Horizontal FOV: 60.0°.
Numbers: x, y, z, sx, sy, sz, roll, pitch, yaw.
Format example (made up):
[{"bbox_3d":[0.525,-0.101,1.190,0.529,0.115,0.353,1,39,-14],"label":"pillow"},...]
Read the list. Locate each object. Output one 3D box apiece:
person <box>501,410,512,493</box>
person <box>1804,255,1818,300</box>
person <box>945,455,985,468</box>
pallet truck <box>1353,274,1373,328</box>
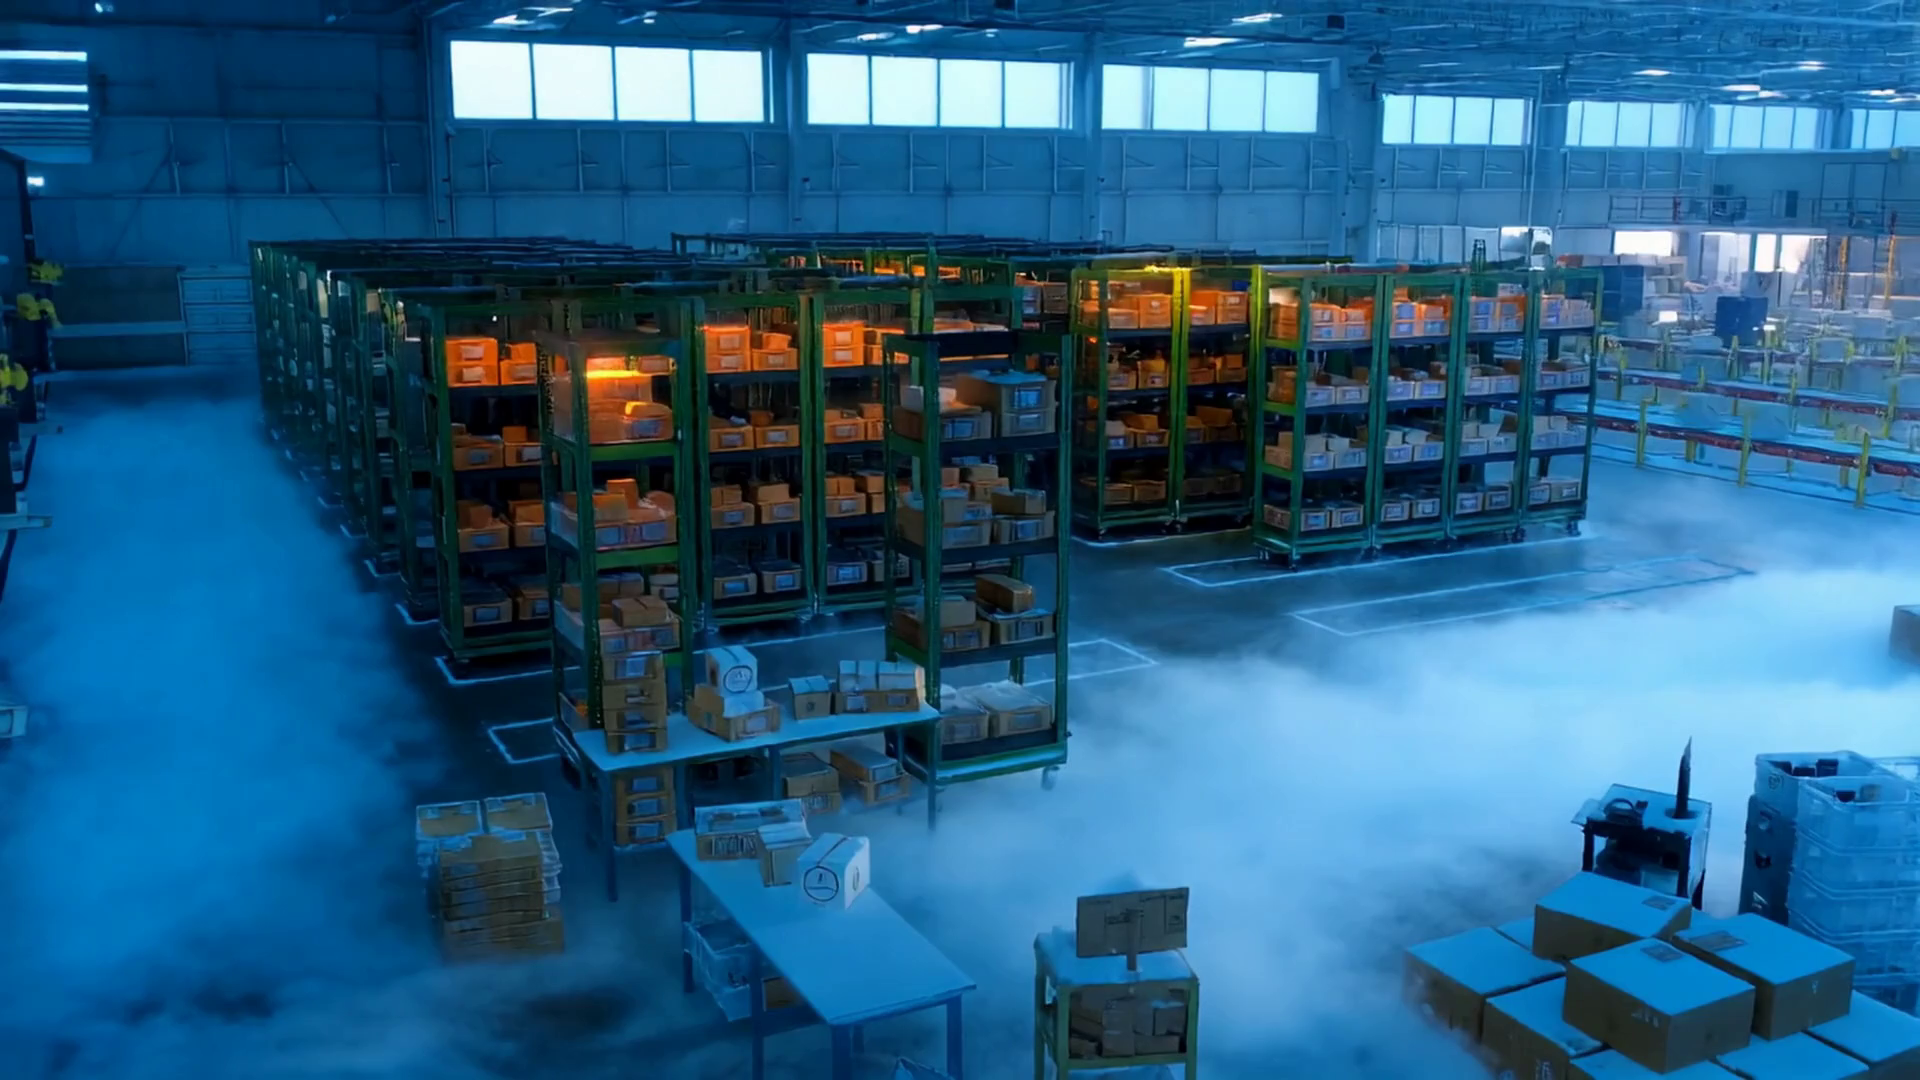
[{"bbox_3d":[-6.068,-0.901,22.155,0.389,1.849,0.567,-7,14,-31],"label":"person"},{"bbox_3d":[35.150,-10.833,68.629,0.524,1.834,0.475,-3,12,-14],"label":"person"},{"bbox_3d":[0.088,-0.581,20.746,0.605,1.810,0.671,-6,14,-28],"label":"person"},{"bbox_3d":[13.011,-8.050,55.243,0.823,1.965,1.885,-7,14,-28],"label":"pallet truck"}]
